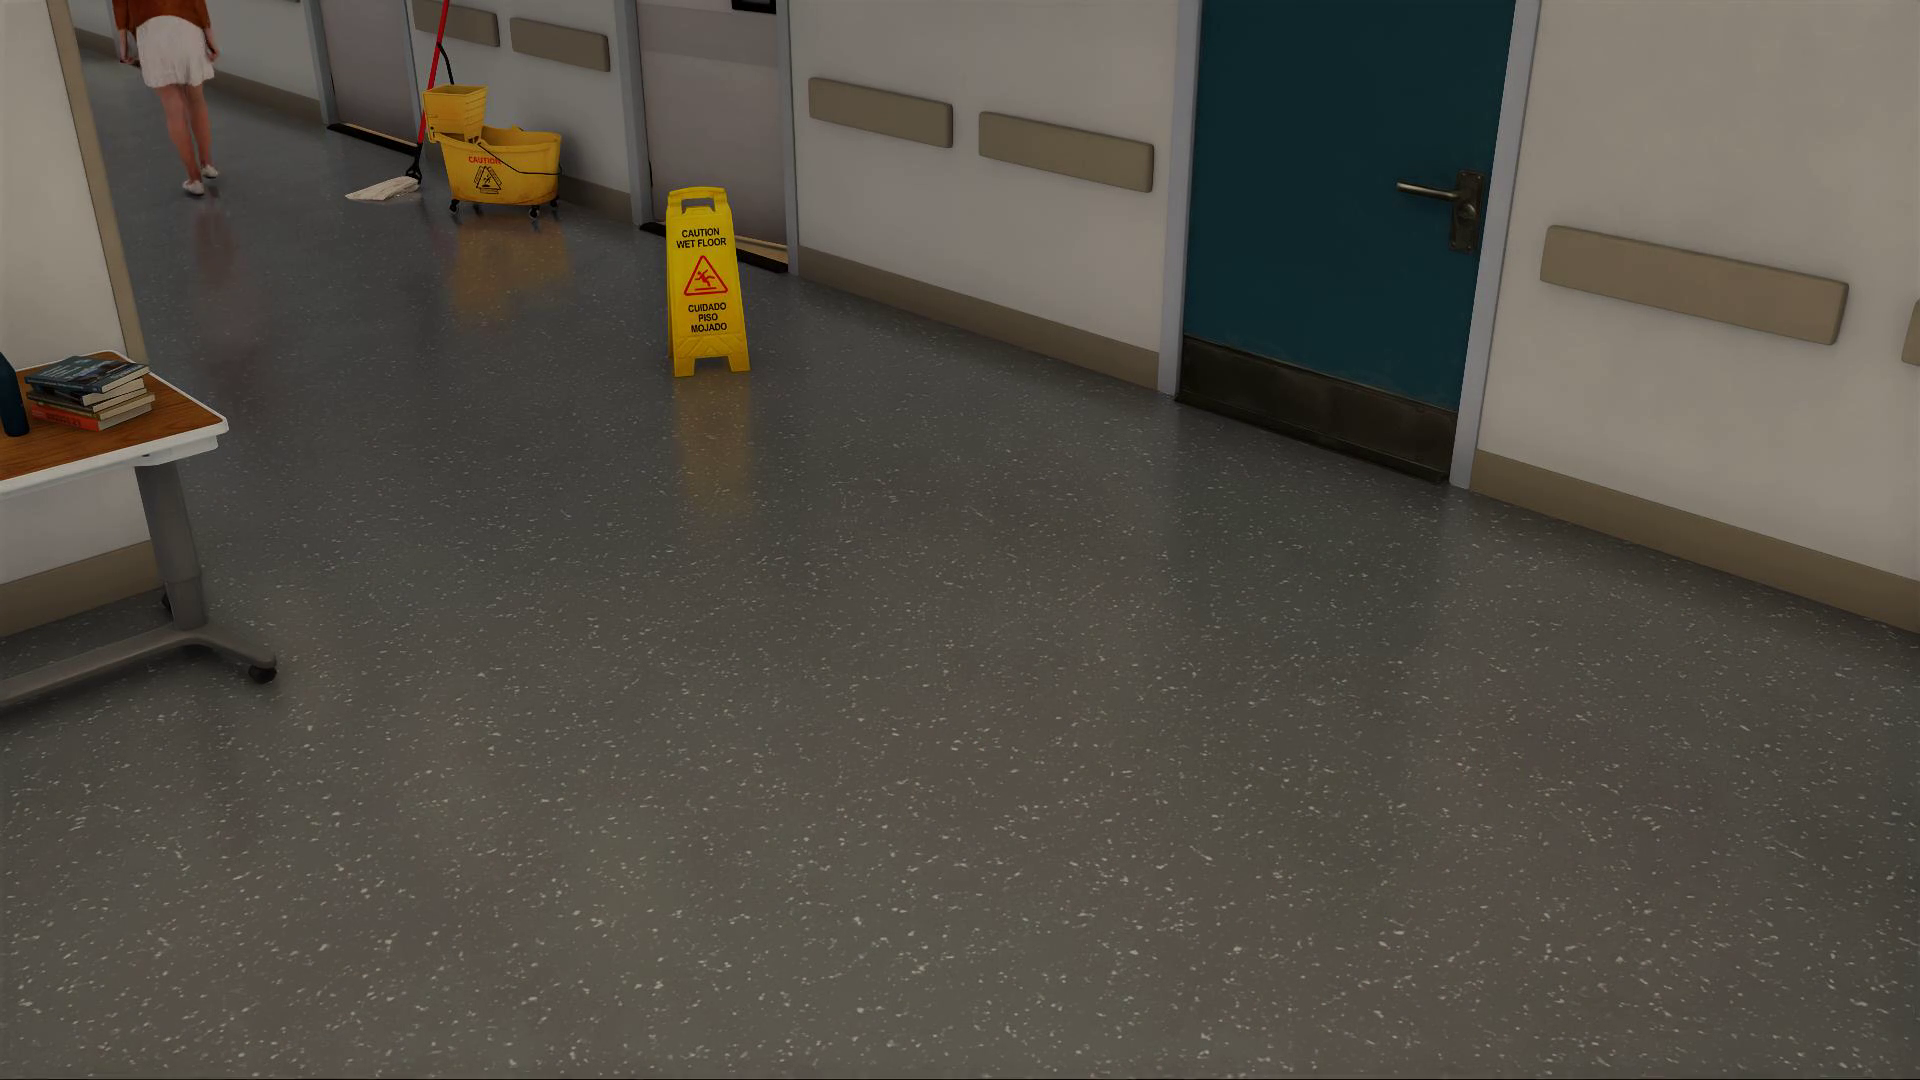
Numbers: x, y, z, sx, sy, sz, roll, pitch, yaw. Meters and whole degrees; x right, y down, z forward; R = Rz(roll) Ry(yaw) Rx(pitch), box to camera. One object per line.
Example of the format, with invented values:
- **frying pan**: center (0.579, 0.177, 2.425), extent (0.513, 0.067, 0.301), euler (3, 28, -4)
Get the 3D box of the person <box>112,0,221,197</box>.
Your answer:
- **person**: center (-4.457, -2.807, 9.420), extent (0.720, 1.700, 0.737), euler (-16, 30, -30)
